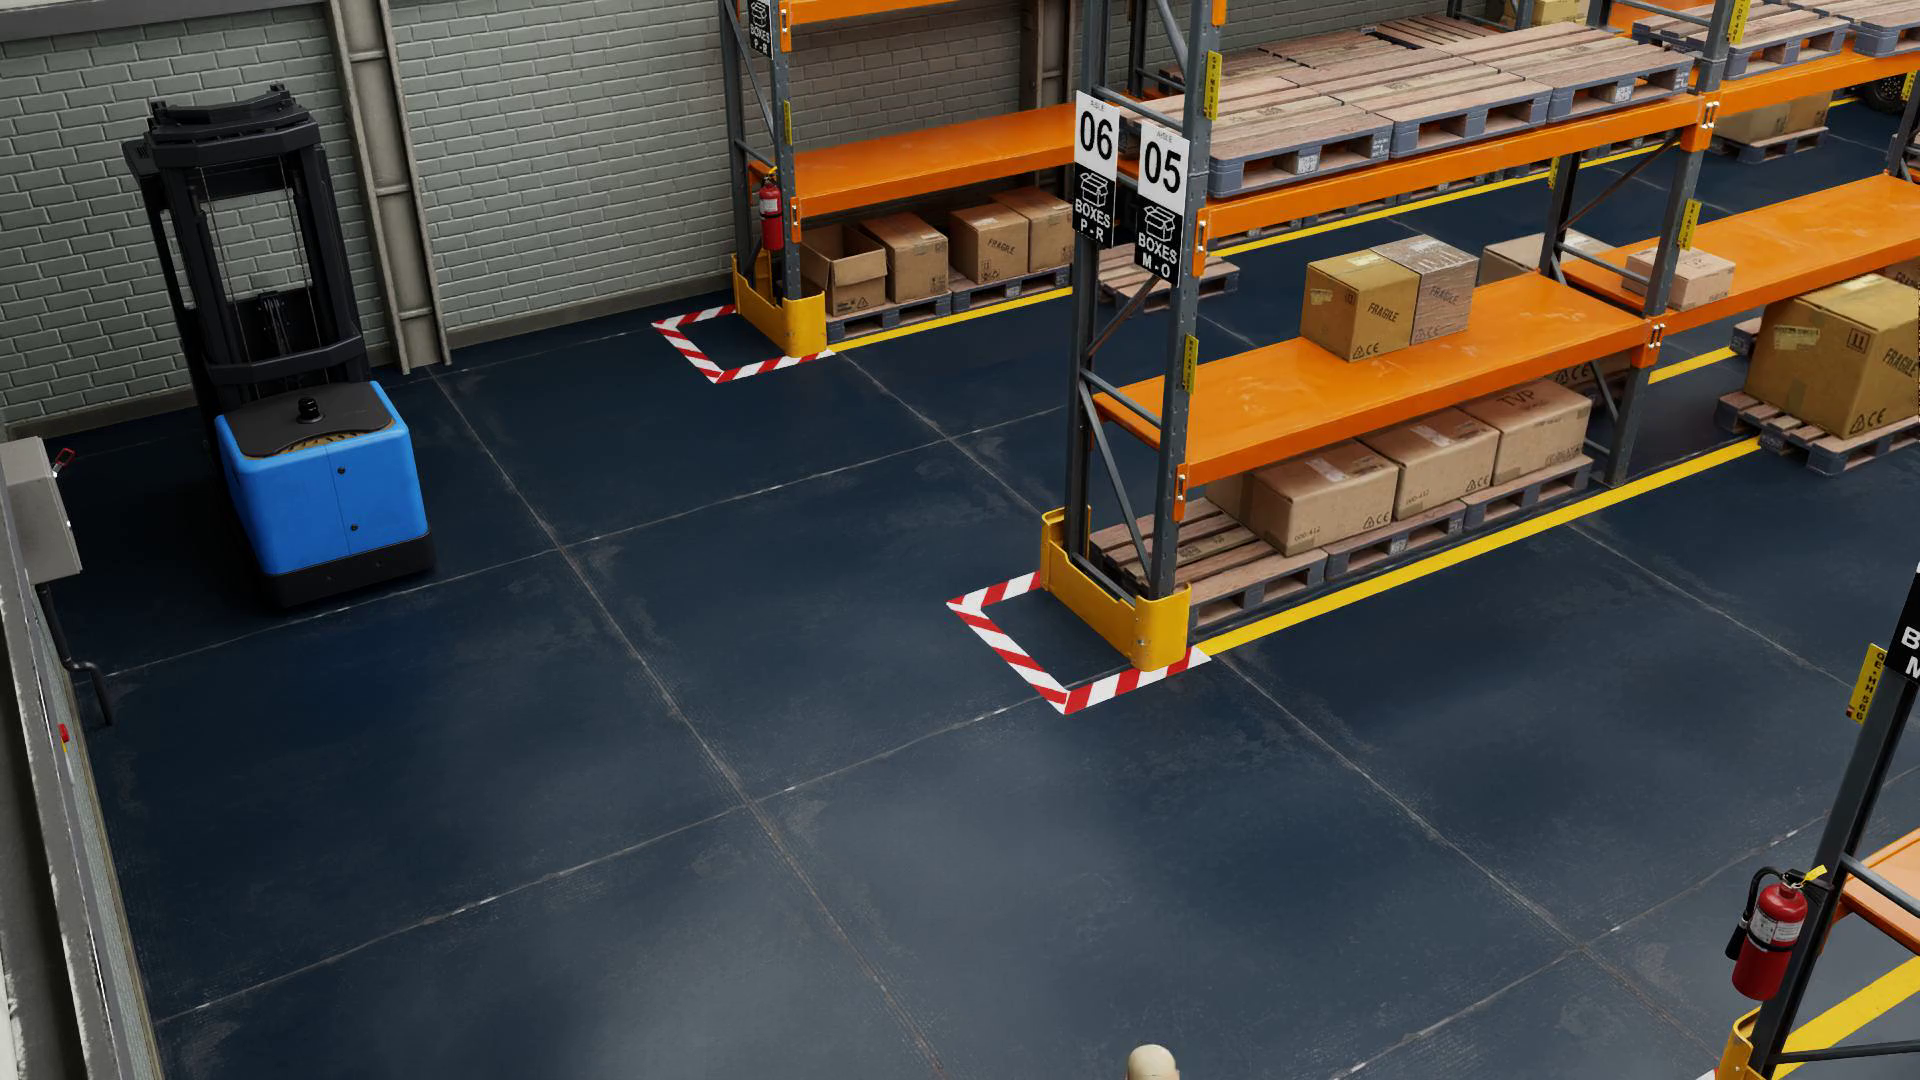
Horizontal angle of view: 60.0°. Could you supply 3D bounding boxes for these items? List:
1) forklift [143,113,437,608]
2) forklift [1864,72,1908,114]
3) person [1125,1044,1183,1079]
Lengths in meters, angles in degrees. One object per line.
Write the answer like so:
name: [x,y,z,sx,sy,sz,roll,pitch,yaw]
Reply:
forklift: [-4.289,-1.259,10.509,1.129,2.768,1.873,-17,36,-26]
forklift: [11.468,-5.645,18.244,1.214,2.155,2.313,-17,36,-26]
person: [0.648,2.378,5.669,0.607,1.783,0.513,-10,33,-16]
